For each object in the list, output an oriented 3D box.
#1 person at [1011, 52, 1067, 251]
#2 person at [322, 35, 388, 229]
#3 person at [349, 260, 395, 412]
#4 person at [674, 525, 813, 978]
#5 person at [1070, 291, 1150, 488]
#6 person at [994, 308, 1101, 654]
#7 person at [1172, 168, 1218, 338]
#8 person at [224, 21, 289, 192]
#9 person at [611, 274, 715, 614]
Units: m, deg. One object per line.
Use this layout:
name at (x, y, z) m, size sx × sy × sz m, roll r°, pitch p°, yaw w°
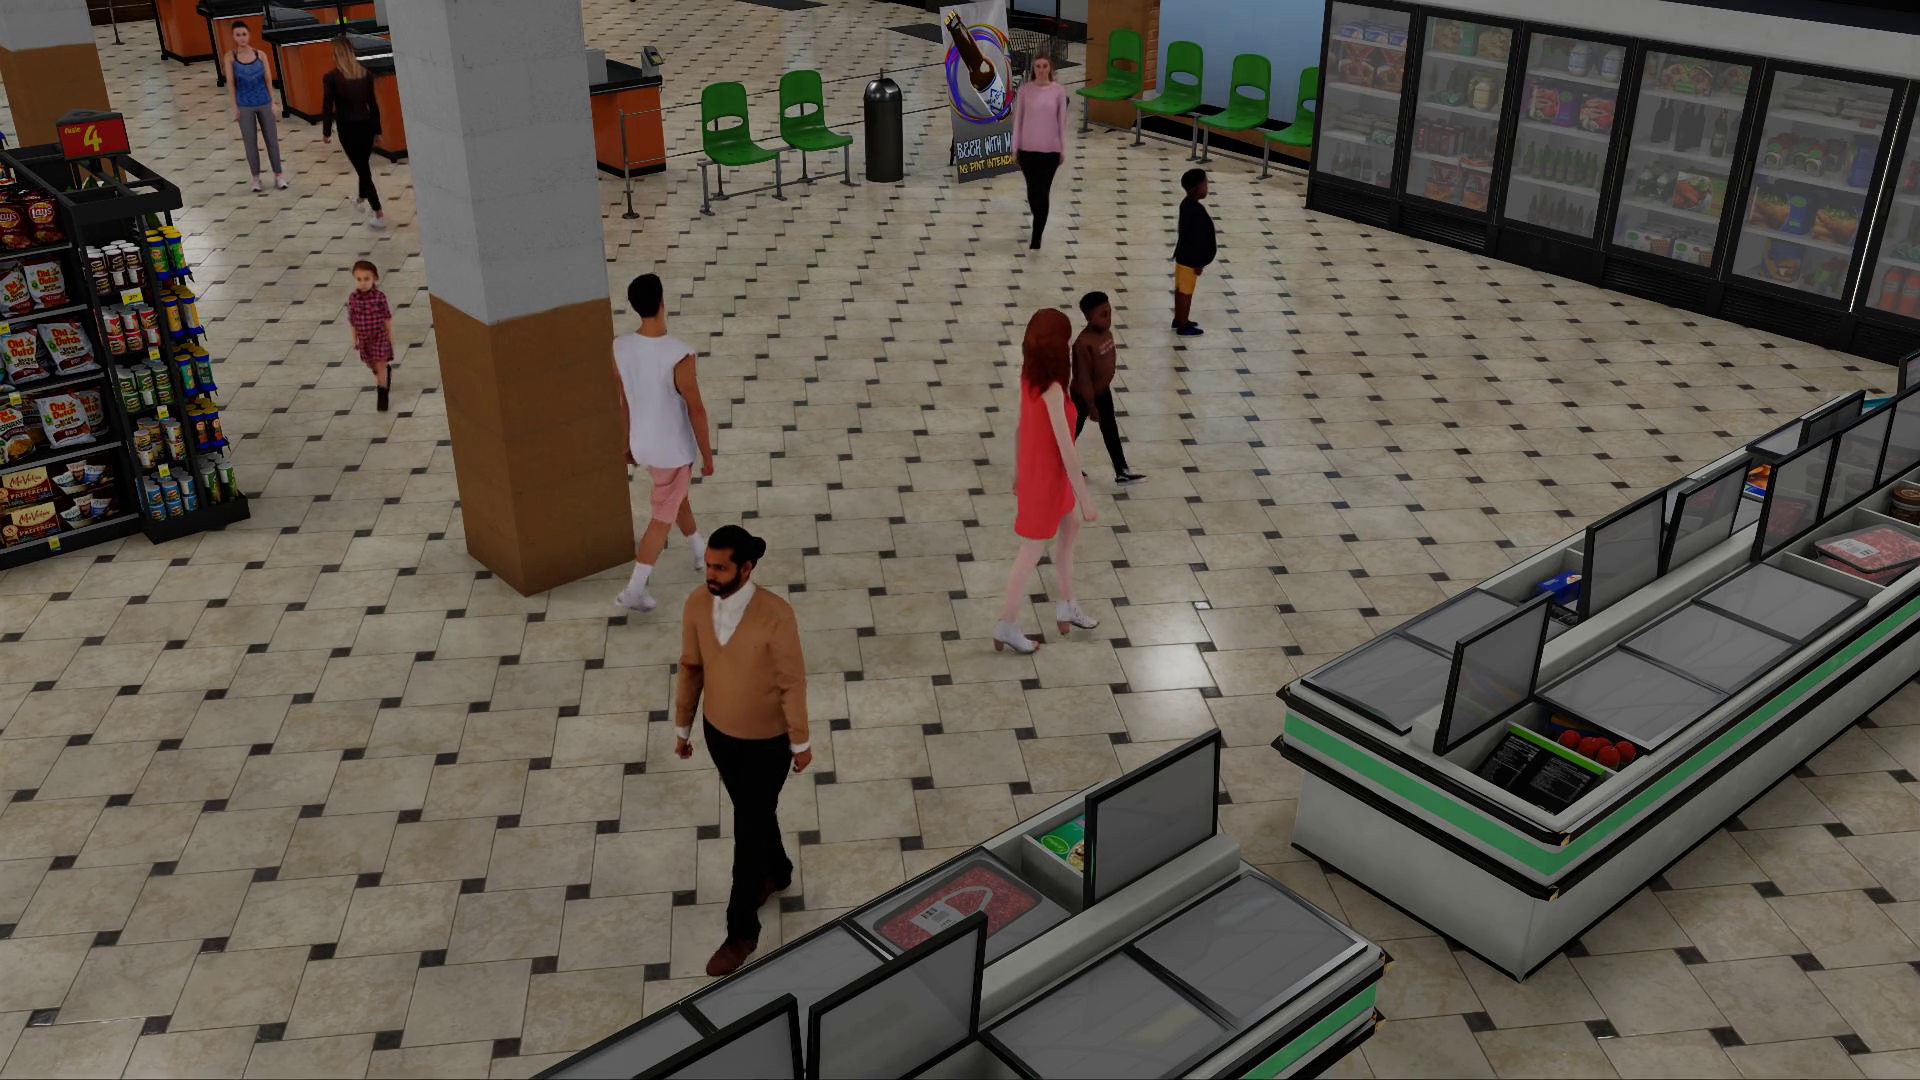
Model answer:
person at (0.695, -3.408, 14.557) m, size 1.038 × 1.643 × 1.153 m, roll 5°, pitch 27°, yaw 10°
person at (-5.397, -3.633, 14.976) m, size 0.744 × 1.664 × 0.976 m, roll 23°, pitch 35°, yaw 37°
person at (-3.992, -1.416, 11.320) m, size 0.672 × 1.017 × 0.682 m, roll -4°, pitch 27°, yaw -7°
person at (-0.755, 0.706, 6.345) m, size 0.840 × 1.733 × 1.019 m, roll 16°, pitch 31°, yaw 29°
person at (0.737, -0.909, 10.089) m, size 0.681 × 1.226 × 0.818 m, roll 21°, pitch 34°, yaw 35°
person at (0.315, -0.234, 8.119) m, size 0.929 × 1.804 × 0.820 m, roll -4°, pitch 27°, yaw -7°
person at (1.721, -2.166, 12.519) m, size 0.644 × 1.271 × 0.608 m, roll -6°, pitch 27°, yaw -11°
person at (-6.881, -4.234, 16.221) m, size 0.549 × 1.610 × 0.670 m, roll -13°, pitch 30°, yaw -24°
person at (-1.594, -0.441, 8.599) m, size 0.949 × 1.739 × 1.269 m, roll 15°, pitch 30°, yaw 27°
